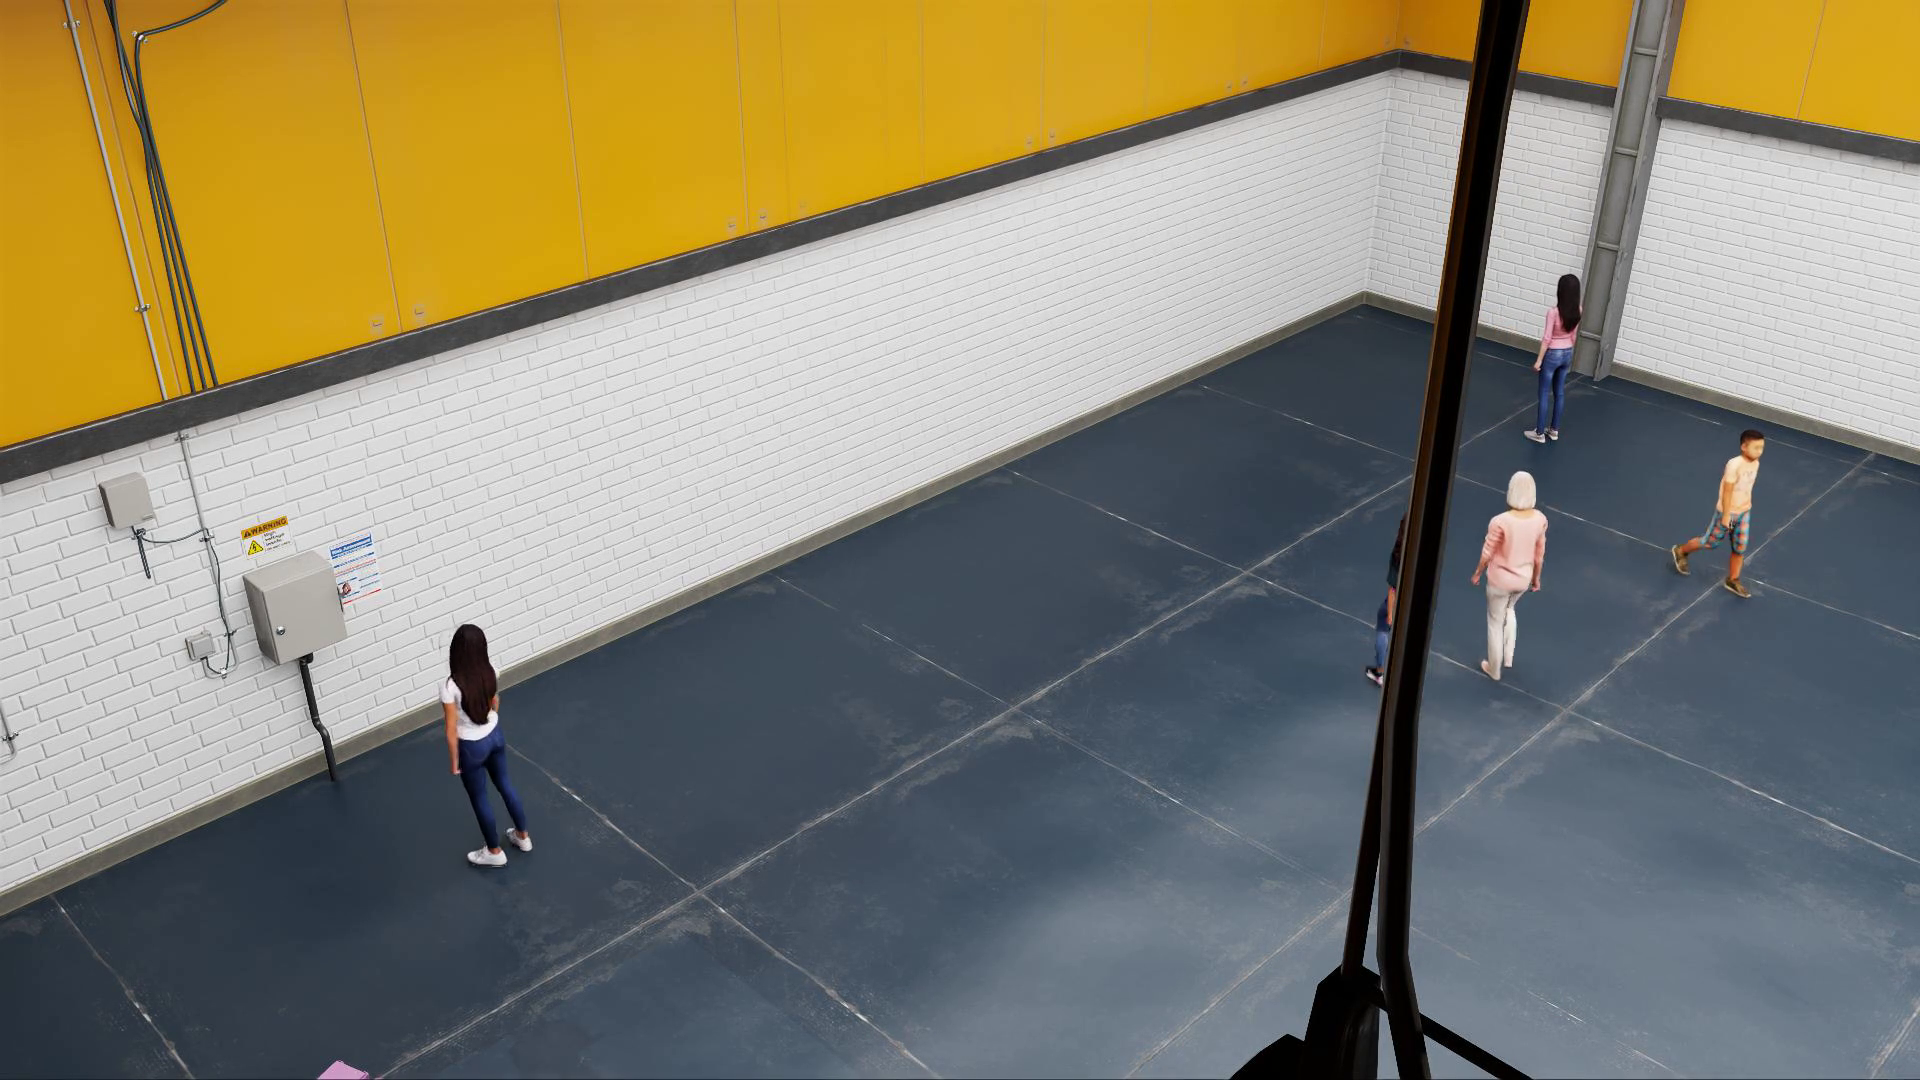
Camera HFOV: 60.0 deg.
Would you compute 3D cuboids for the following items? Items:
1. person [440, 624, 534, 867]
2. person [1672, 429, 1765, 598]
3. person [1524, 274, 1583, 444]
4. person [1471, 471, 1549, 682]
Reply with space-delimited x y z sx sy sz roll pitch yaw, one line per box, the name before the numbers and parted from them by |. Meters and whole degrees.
person | -3.104 1.343 10.742 0.637 1.769 0.667 9 30 17
person | 6.451 -0.269 14.042 0.733 1.439 1.030 -13 31 -23
person | 5.932 -1.817 16.563 0.649 1.742 0.626 -11 30 -19
person | 4.220 0.331 12.661 0.726 1.709 0.749 -8 30 -14
